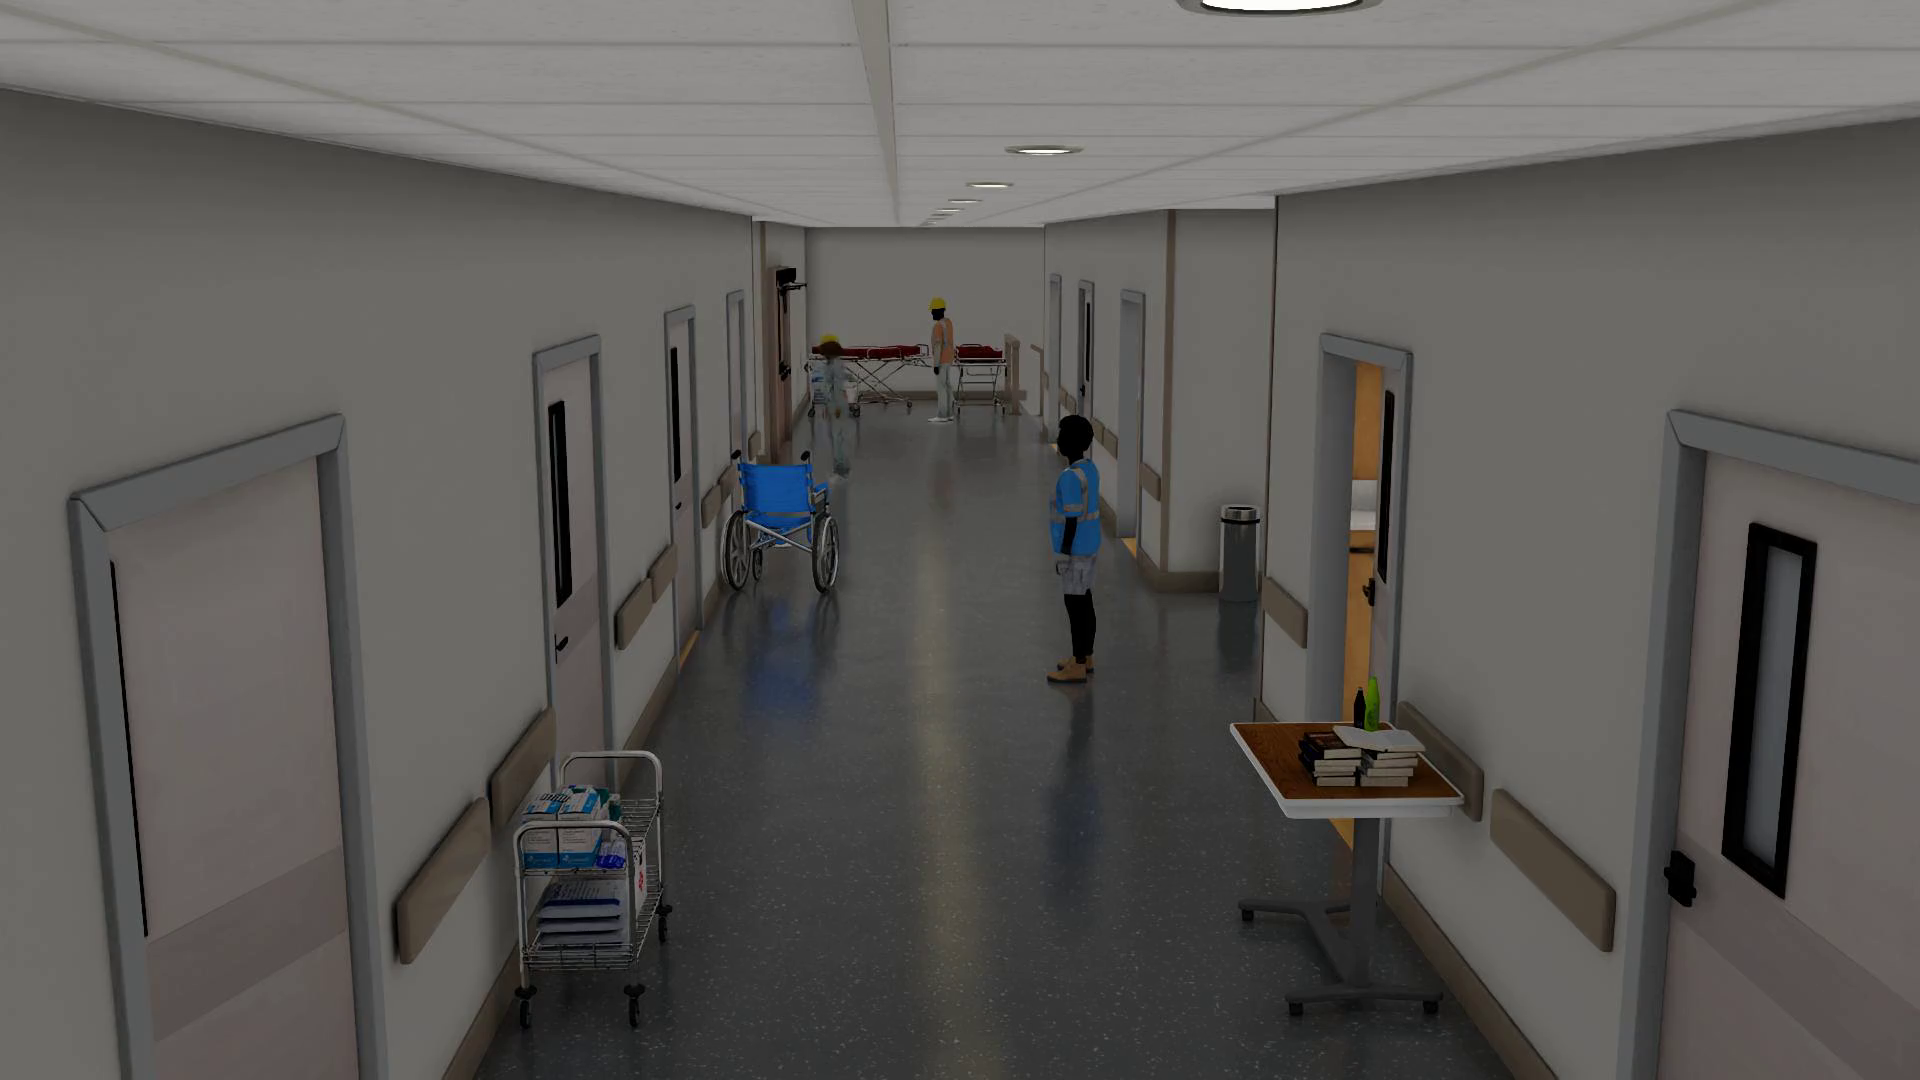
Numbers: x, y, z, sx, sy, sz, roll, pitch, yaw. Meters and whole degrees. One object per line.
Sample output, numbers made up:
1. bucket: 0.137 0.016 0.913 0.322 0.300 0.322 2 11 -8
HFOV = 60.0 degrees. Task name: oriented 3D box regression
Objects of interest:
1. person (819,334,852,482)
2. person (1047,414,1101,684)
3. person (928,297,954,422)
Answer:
1. person: -1.422 -1.528 19.327 0.380 1.704 0.557 -3 11 -18
2. person: 0.724 0.056 10.510 0.316 1.696 0.540 3 11 17
3. person: -0.301 -2.774 25.664 0.393 1.918 0.585 3 11 18
